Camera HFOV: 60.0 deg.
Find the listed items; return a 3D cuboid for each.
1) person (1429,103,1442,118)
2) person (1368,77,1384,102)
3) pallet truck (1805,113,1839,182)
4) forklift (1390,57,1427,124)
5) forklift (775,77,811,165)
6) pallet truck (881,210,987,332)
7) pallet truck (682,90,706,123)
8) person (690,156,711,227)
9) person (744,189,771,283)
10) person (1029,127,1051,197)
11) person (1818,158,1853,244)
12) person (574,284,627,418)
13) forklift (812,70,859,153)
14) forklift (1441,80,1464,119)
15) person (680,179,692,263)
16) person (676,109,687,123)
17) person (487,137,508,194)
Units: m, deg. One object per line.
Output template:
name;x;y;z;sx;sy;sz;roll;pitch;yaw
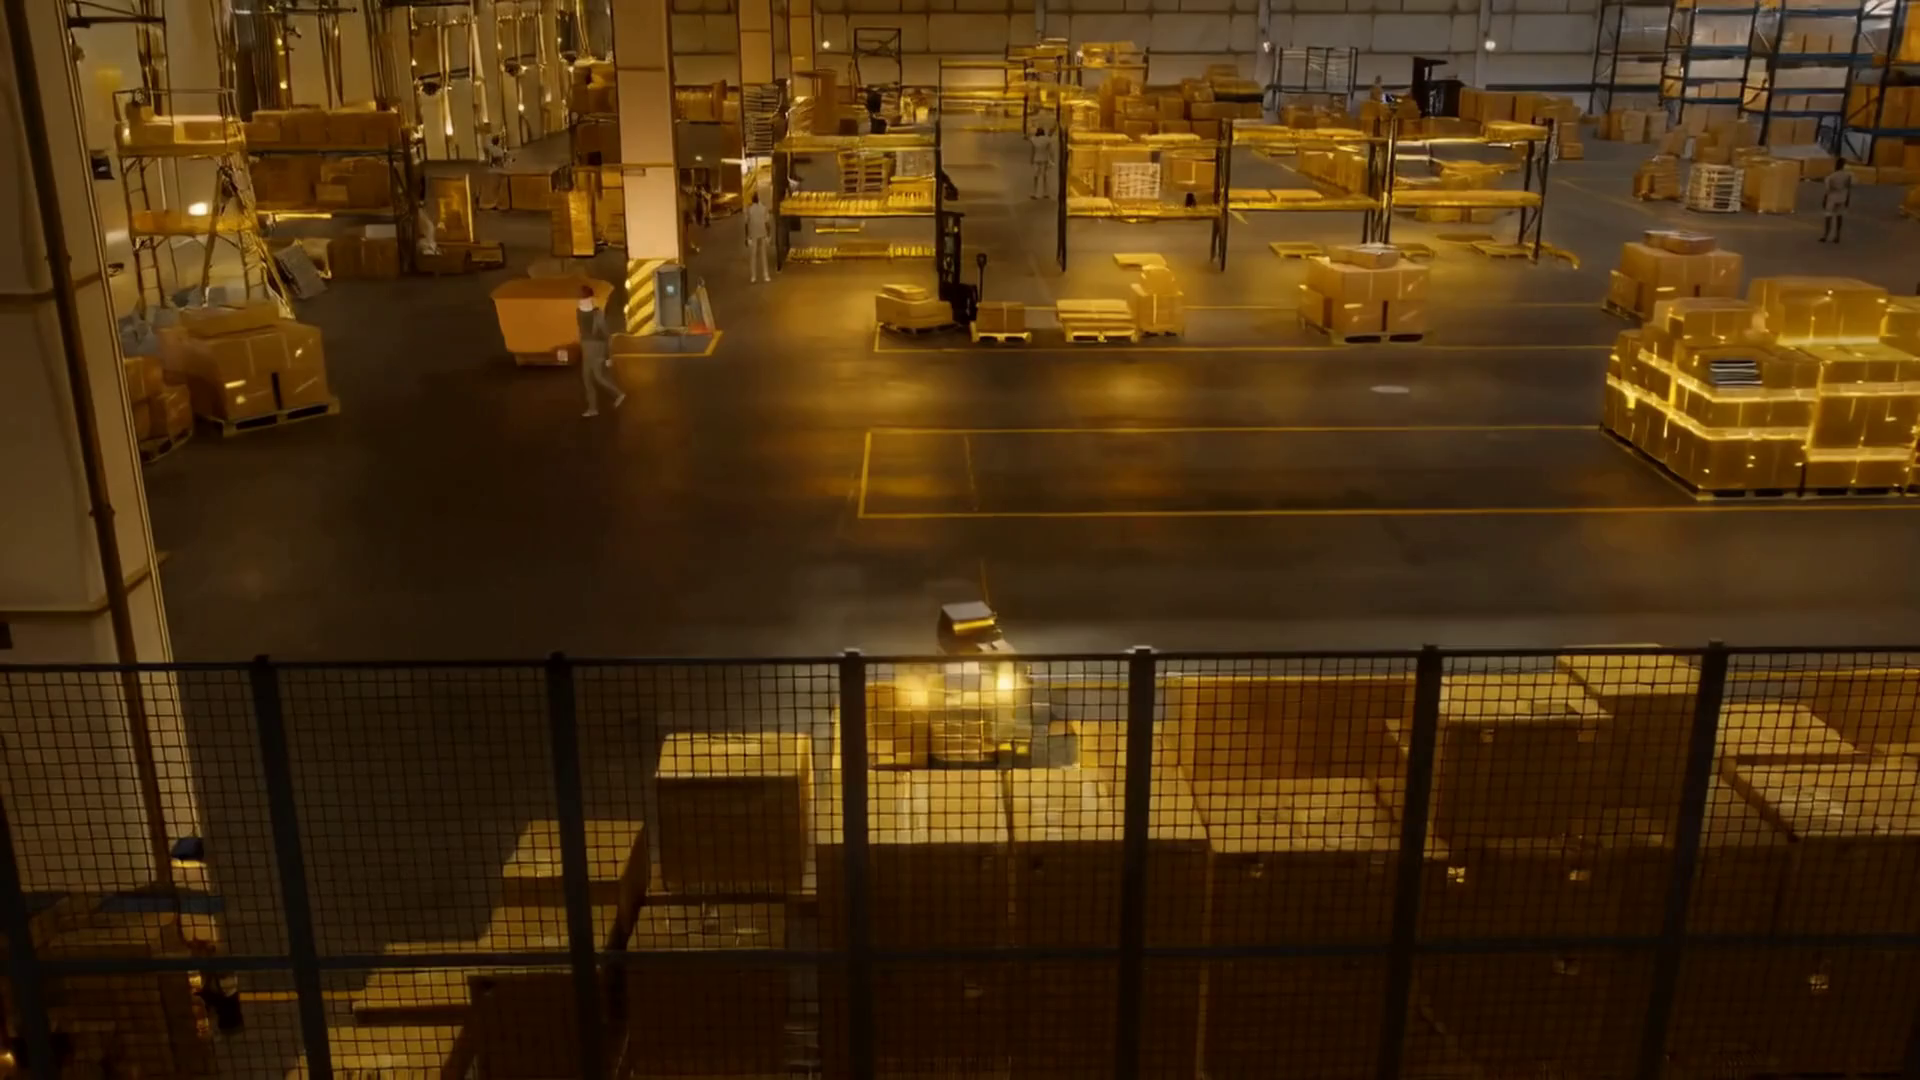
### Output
person;15.806;-13.453;55.145;0.611;1.996;0.387;0;19;0
person;17.777;-18.821;71.158;0.628;1.940;0.377;0;19;0
pallet truck;26.403;-11.957;50.702;0.823;1.965;1.885;6;19;16
forklift;18.876;-18.497;68.743;1.873;2.768;1.129;-1;19;-1
forklift;-5.920;-13.893;55.085;1.873;2.768;1.129;-1;19;-1
pallet truck;-0.493;-4.759;29.349;1.885;1.965;0.823;-13;23;-34
pallet truck;-9.671;-15.907;62.421;0.823;1.965;1.885;5;19;15
person;-6.441;-8.649;41.280;0.485;1.744;0.308;0;19;0
person;-4.105;-6.139;33.638;0.521;1.873;0.334;0;19;0
person;2.250;-10.641;46.888;0.628;1.940;0.377;0;19;0
person;20.351;-7.880;38.663;0.605;1.962;0.373;0;19;0
person;-5.078;-2.665;23.290;0.636;1.899;0.639;15;24;38
forklift;-4.640;-15.296;59.249;1.873;2.768;1.129;-10;21;-27
forklift;15.644;-13.239;53.146;1.873;2.768;1.129;-1;19;-1
person;-6.068;-6.831;35.777;0.520;1.821;0.781;8;20;23
person;-9.158;-13.129;54.356;0.574;1.884;0.360;0;19;0
person;-13.266;-10.753;47.760;0.525;1.593;0.882;-2;19;-5
